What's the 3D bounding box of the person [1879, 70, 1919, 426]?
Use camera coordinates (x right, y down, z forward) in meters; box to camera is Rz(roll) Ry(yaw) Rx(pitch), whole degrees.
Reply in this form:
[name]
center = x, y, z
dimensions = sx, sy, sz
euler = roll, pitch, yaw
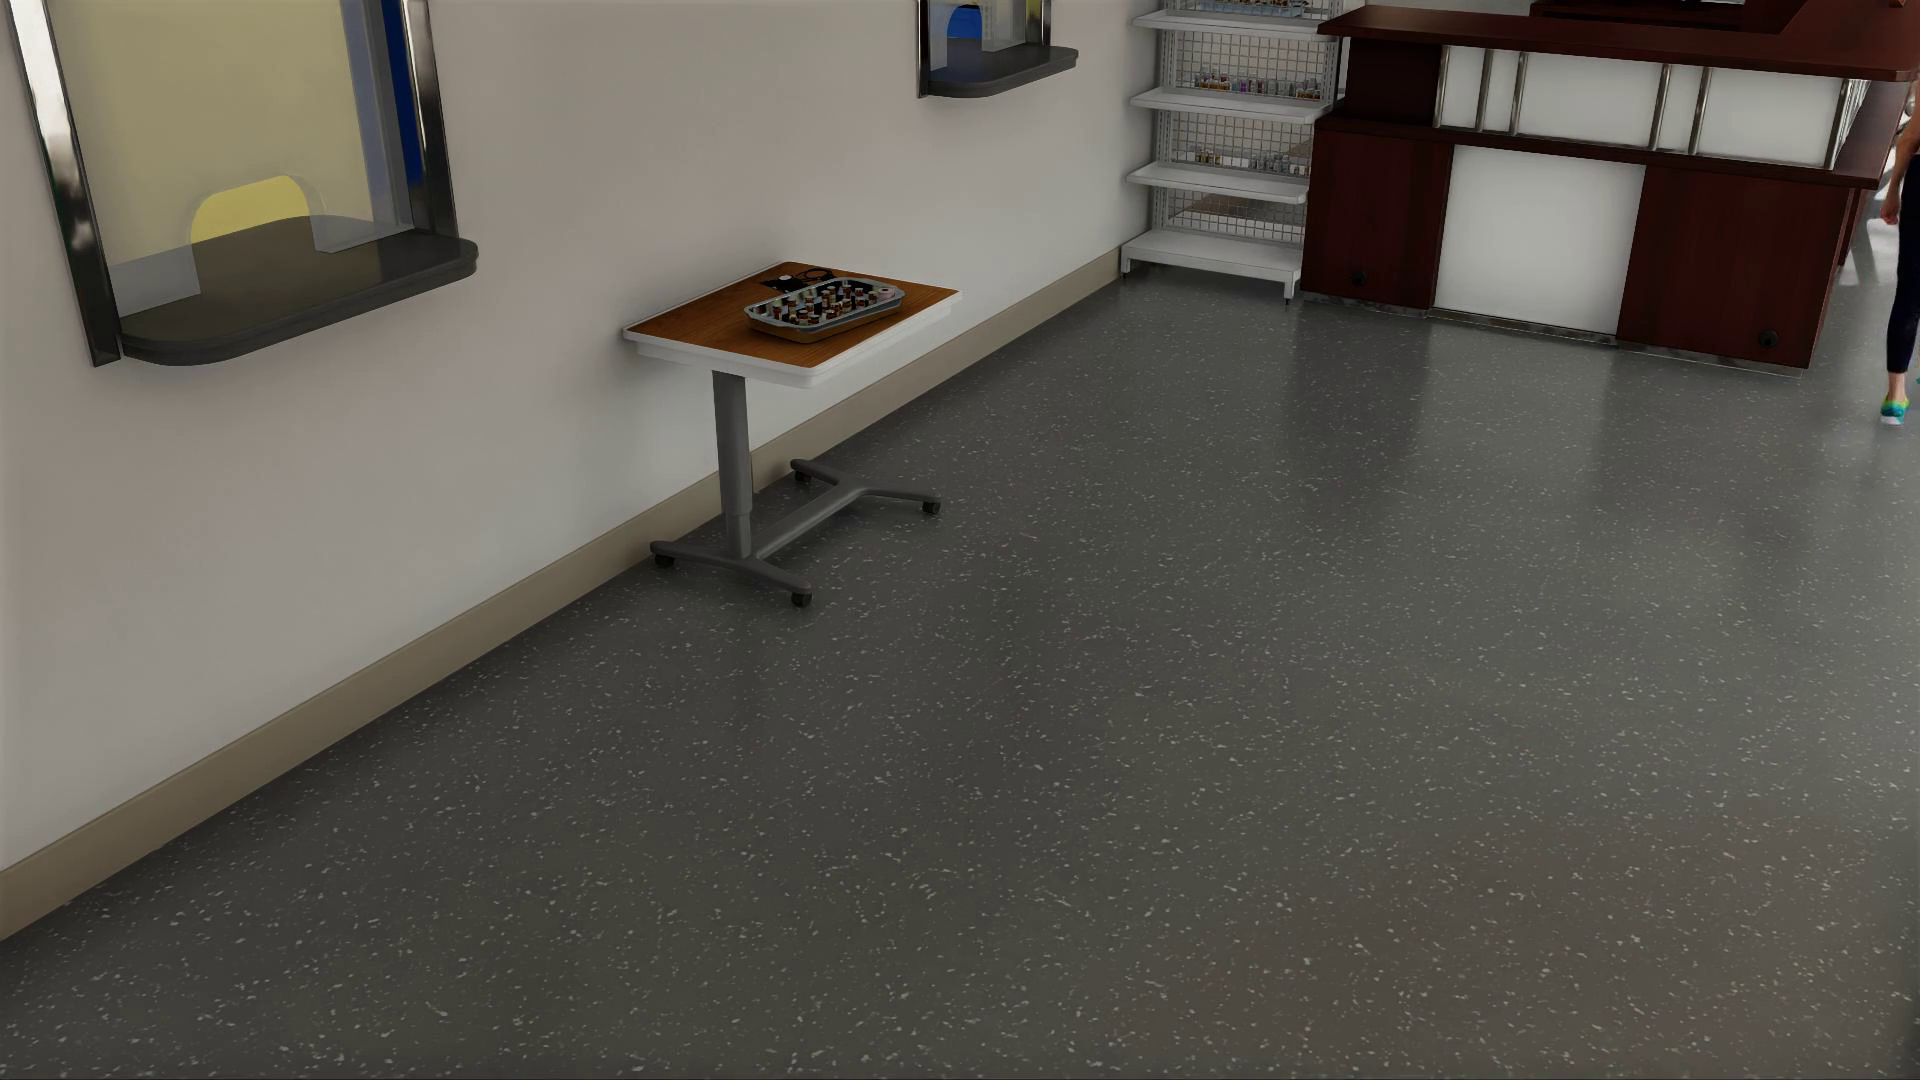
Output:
[person]
center = 3.779, -1.252, 6.384
dimensions = 0.939, 1.676, 0.732
euler = 17, 30, 31
